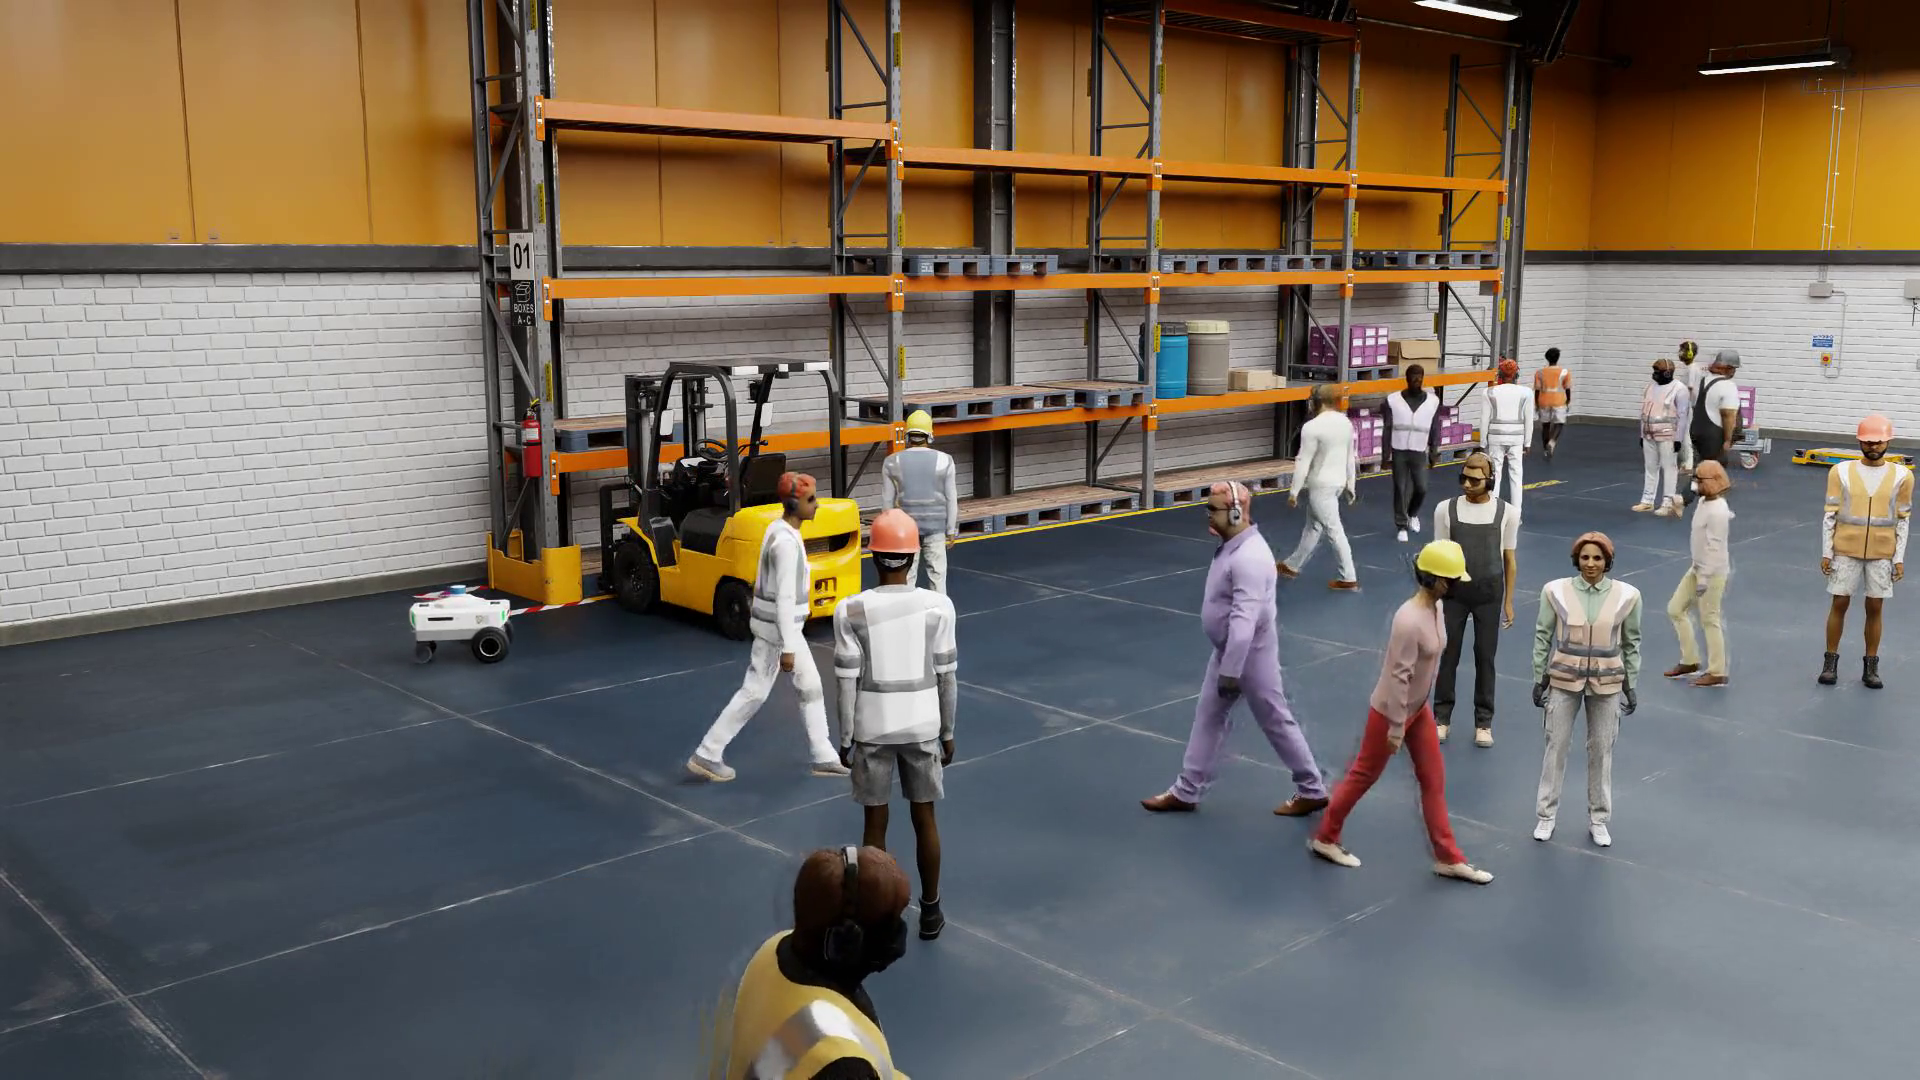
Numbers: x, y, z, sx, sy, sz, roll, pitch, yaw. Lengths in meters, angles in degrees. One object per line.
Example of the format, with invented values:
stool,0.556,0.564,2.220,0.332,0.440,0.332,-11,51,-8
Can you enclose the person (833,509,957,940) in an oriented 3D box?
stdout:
person,-0.285,0.825,7.348,0.543,1.938,0.357,-1,10,-8

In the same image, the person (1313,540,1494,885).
person,2.146,0.817,8.103,0.878,1.696,0.542,7,12,36

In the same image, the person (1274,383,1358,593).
person,3.250,-0.487,15.182,1.025,1.880,0.649,9,14,44

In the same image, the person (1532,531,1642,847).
person,3.224,0.763,8.584,0.523,1.639,0.308,3,10,17

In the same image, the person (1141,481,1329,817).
person,1.539,0.601,8.942,1.012,1.854,0.653,-1,10,-3

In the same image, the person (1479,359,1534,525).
person,6.147,-1.093,18.739,0.573,1.883,0.356,3,10,14

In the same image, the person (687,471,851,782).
person,-1.105,0.515,9.524,0.987,1.833,0.588,-1,10,-3

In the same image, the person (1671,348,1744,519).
person,8.565,-1.227,19.064,0.852,2.000,0.711,-1,10,-7

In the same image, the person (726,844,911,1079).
person,-0.293,1.527,3.575,0.450,1.821,0.644,-2,10,-11

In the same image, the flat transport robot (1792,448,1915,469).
flat transport robot,12.810,-1.162,23.854,0.652,0.197,1.431,-6,12,-33

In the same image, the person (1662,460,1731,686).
person,5.199,0.238,11.727,0.521,1.613,0.517,2,10,10

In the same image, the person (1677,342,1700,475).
person,10.051,-1.805,23.033,0.328,1.850,0.583,3,10,17

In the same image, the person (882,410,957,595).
person,-0.317,-0.105,13.100,0.590,1.835,0.404,0,10,0

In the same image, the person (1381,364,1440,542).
person,4.808,-0.942,17.811,0.602,1.903,0.491,1,10,7

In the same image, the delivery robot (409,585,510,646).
delivery robot,-3.765,0.584,12.530,0.707,0.478,0.477,-2,10,-10

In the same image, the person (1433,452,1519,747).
person,3.171,0.368,10.308,0.517,1.840,0.327,3,10,19

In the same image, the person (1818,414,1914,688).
person,6.373,0.078,11.722,0.545,1.938,0.359,4,11,23

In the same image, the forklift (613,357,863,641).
forklift,-1.847,-0.414,13.852,1.214,2.155,2.313,-9,13,-42

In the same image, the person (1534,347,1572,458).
person,8.825,-2.036,24.829,0.542,1.682,0.632,6,11,32

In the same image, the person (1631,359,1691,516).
person,8.236,-1.208,19.548,0.430,1.840,0.624,-4,11,-23
